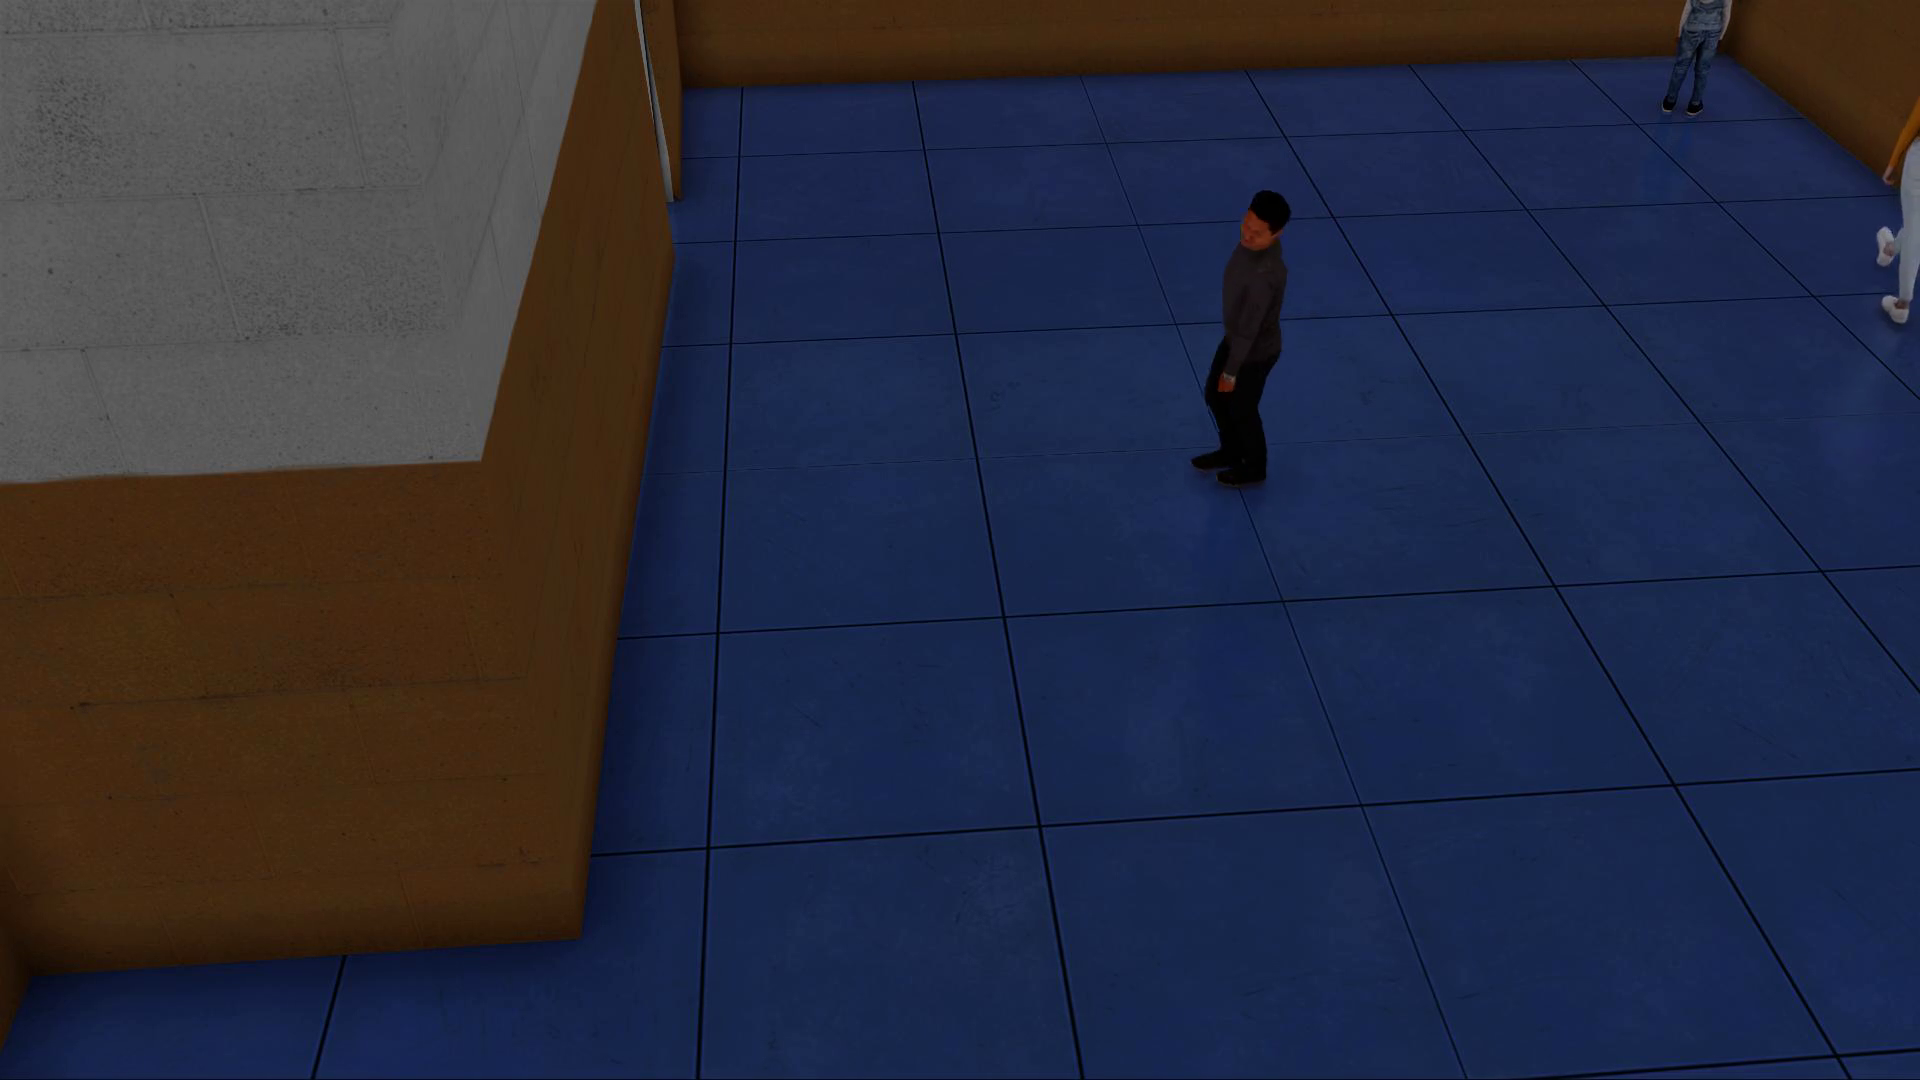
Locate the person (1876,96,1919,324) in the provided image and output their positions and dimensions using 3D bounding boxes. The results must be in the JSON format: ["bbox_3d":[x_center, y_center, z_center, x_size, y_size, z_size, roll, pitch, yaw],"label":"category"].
[{"bbox_3d":[5.648,-2.073,9.629,1.163,1.692,0.859,6,37,8],"label":"person"}]

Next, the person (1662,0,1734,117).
[{"bbox_3d":[5.454,-3.762,12.239,0.544,1.261,0.622,16,40,20],"label":"person"}]

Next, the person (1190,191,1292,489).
[{"bbox_3d":[1.447,-0.945,8.097,0.605,1.727,0.711,3,37,5],"label":"person"}]
